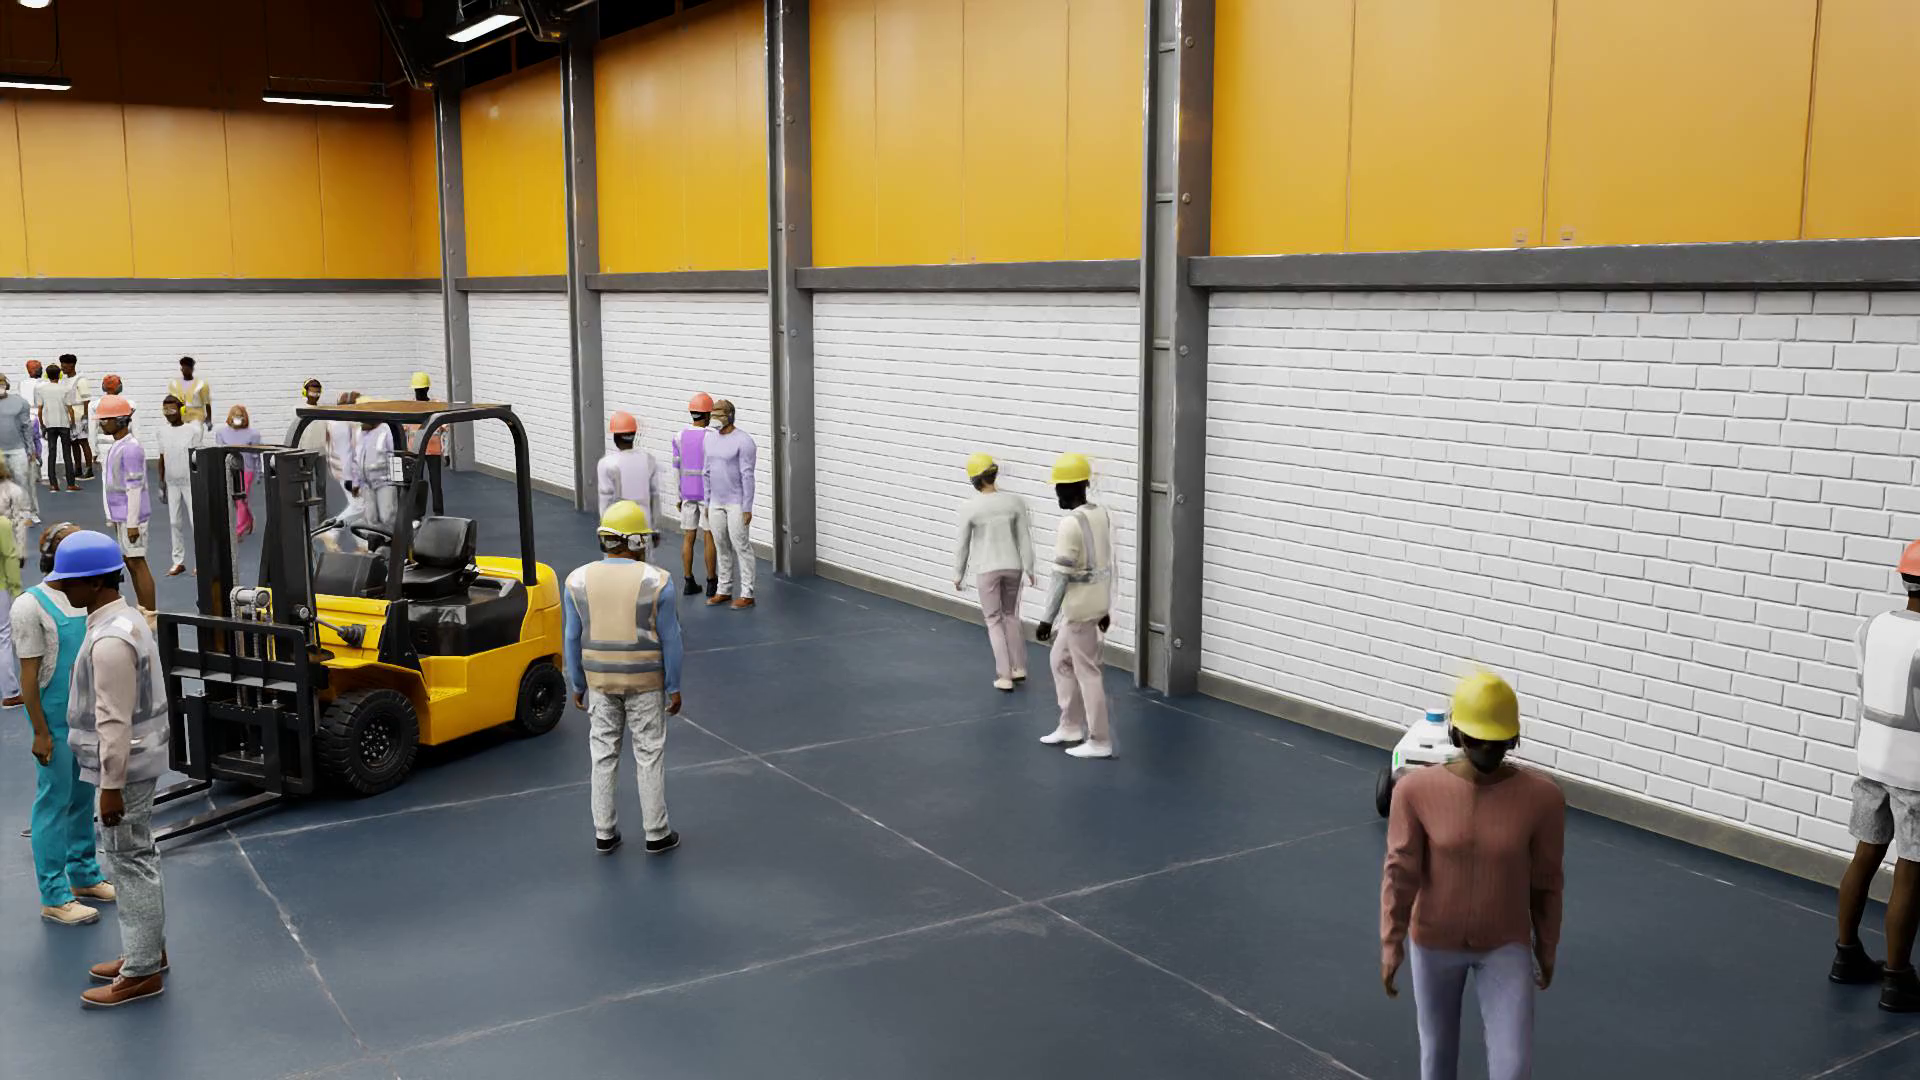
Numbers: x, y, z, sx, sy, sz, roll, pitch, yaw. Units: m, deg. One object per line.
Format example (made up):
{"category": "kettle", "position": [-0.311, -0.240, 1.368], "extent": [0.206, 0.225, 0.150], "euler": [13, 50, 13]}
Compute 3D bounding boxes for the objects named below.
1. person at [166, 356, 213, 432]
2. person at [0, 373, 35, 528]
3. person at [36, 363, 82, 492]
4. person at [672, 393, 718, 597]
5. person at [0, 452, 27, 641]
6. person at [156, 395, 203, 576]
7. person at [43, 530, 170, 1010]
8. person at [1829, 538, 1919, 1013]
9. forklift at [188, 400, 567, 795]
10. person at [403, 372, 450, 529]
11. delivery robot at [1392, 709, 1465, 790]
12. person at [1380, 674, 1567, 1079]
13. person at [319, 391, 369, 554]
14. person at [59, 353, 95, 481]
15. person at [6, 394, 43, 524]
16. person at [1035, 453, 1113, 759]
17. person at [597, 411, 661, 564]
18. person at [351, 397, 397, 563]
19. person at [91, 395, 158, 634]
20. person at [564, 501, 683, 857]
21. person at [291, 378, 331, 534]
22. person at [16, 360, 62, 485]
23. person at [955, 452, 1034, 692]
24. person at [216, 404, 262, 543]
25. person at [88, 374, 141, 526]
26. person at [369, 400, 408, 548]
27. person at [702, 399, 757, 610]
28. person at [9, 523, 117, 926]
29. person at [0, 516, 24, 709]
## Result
{"category": "person", "position": [-11.995, -1.915, 25.970], "extent": [0.598, 1.918, 1.041], "euler": [1, 8, 4]}
{"category": "person", "position": [-11.646, -1.080, 20.281], "extent": [0.635, 1.928, 0.382], "euler": [-7, 11, -39]}
{"category": "person", "position": [-13.073, -1.625, 24.112], "extent": [0.516, 1.877, 0.327], "euler": [-1, 9, -8]}
{"category": "person", "position": [-2.458, -0.431, 15.854], "extent": [0.550, 1.935, 0.376], "euler": [3, 9, 22]}
{"category": "person", "position": [-7.664, 0.067, 13.234], "extent": [0.490, 1.716, 0.731], "euler": [-1, 8, -6]}
{"category": "person", "position": [-7.926, -0.551, 16.946], "extent": [0.511, 1.858, 0.325], "euler": [1, 8, 5]}
{"category": "person", "position": [-3.440, 0.918, 6.779], "extent": [0.416, 1.939, 0.615], "euler": [-4, 9, -24]}
{"category": "person", "position": [3.853, 0.930, 6.736], "extent": [0.399, 1.928, 0.541], "euler": [-2, 9, -12]}
{"category": "forklift", "position": [-3.529, 0.258, 10.348], "extent": [1.214, 2.155, 2.313], "euler": [4, 9, 25]}
{"category": "person", "position": [-6.536, -1.087, 20.314], "extent": [0.595, 1.923, 0.372], "euler": [-1, 9, -9]}
{"category": "delivery robot", "position": [2.643, 1.186, 9.278], "extent": [0.477, 0.478, 0.707], "euler": [4, 9, 25]}
{"category": "person", "position": [1.549, 1.270, 5.041], "extent": [0.541, 1.741, 0.741], "euler": [2, 9, 15]}
{"category": "person", "position": [-6.653, -0.717, 18.146], "extent": [0.555, 1.823, 0.645], "euler": [-1, 9, -9]}
{"category": "person", "position": [-13.630, -1.893, 25.616], "extent": [0.614, 1.962, 0.366], "euler": [5, 10, 31]}
{"category": "person", "position": [-11.725, -1.006, 20.730], "extent": [0.523, 1.639, 0.309], "euler": [-6, 10, -34]}
{"category": "person", "position": [0.662, 0.413, 10.278], "extent": [0.681, 1.902, 0.585], "euler": [3, 9, 20]}
{"category": "person", "position": [-2.708, -0.112, 13.792], "extent": [0.549, 1.915, 0.720], "euler": [-6, 11, -37]}
{"category": "person", "position": [-6.109, -0.607, 17.519], "extent": [0.626, 1.804, 0.415], "euler": [4, 9, 24]}
{"category": "person", "position": [-7.039, -0.205, 14.007], "extent": [0.397, 2.033, 0.605], "euler": [-6, 10, -35]}
{"category": "person", "position": [-1.703, 0.712, 8.512], "extent": [0.597, 1.827, 0.403], "euler": [1, 9, 8]}
{"category": "person", "position": [-7.771, -1.011, 20.030], "extent": [0.327, 1.861, 0.521], "euler": [7, 11, 40]}
{"category": "person", "position": [-13.889, -1.763, 25.023], "extent": [0.574, 1.881, 0.357], "euler": [3, 9, 18]}
{"category": "person", "position": [0.247, 0.231, 12.087], "extent": [0.553, 1.719, 0.531], "euler": [-3, 9, -20]}
{"category": "person", "position": [-8.410, -0.800, 19.455], "extent": [0.503, 1.603, 0.745], "euler": [0, 8, -2]}
{"category": "person", "position": [-10.439, -1.106, 20.582], "extent": [0.585, 1.882, 0.337], "euler": [-2, 9, -13]}
{"category": "person", "position": [-6.379, -0.716, 18.565], "extent": [0.498, 1.702, 0.886], "euler": [-8, 12, -44]}
{"category": "person", "position": [-2.107, -0.326, 15.197], "extent": [0.624, 1.931, 0.378], "euler": [6, 11, 37]}
{"category": "person", "position": [-4.102, 0.833, 7.667], "extent": [0.344, 1.839, 0.505], "euler": [1, 8, 5]}
{"category": "person", "position": [-6.749, 0.365, 11.505], "extent": [0.498, 1.634, 0.279], "euler": [-1, 8, -5]}
